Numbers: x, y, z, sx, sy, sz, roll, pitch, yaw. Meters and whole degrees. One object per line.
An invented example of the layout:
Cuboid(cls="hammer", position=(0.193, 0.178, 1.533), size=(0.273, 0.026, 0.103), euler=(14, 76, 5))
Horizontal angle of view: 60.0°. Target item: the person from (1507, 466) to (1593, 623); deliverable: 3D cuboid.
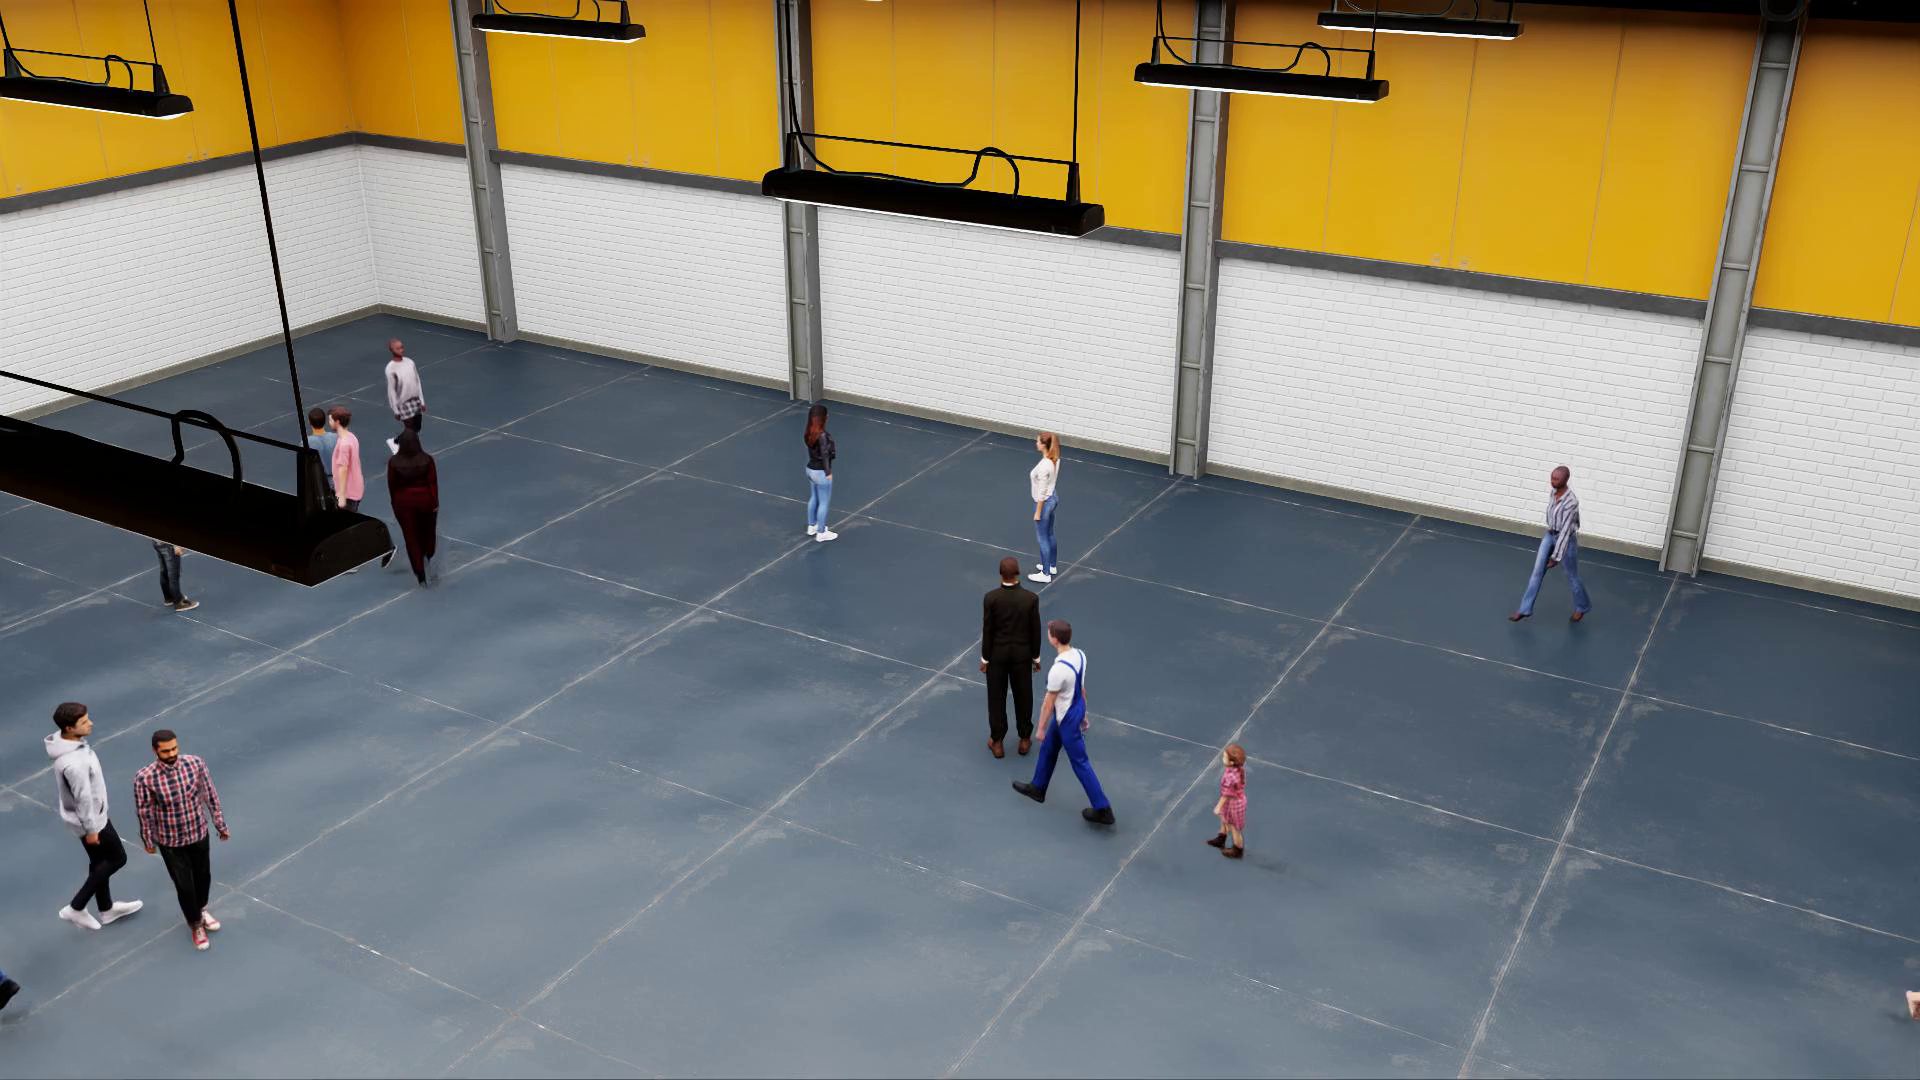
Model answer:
Cuboid(cls="person", position=(6.291, 0.079, 17.232), size=(1.193, 1.746, 1.143), euler=(-7, 25, -15))

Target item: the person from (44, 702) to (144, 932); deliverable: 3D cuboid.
Cuboid(cls="person", position=(-6.611, 2.096, 12.407), size=(0.909, 1.916, 0.874), euler=(-17, 29, -34))

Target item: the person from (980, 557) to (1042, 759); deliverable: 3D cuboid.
Cuboid(cls="person", position=(0.442, 1.037, 14.845), size=(0.760, 1.904, 0.864), euler=(-2, 24, -5))

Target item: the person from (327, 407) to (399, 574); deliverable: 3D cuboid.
Cuboid(cls="person", position=(-6.666, -0.521, 18.358), size=(1.102, 1.943, 1.037), euler=(-7, 25, -16))

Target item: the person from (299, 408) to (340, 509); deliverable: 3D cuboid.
Cuboid(cls="person", position=(-7.121, -0.625, 18.763), size=(0.727, 1.810, 0.687), euler=(-17, 29, -33))

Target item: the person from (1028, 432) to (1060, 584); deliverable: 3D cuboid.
Cuboid(cls="person", position=(0.945, -0.377, 18.308), size=(0.560, 1.719, 0.643), euler=(9, 25, 20))

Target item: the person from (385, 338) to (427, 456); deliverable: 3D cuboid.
Cuboid(cls="person", position=(-7.169, -1.753, 21.408), size=(1.030, 1.758, 0.649), euler=(12, 26, 25))

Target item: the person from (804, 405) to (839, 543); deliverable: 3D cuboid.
Cuboid(cls="person", position=(-1.634, -0.791, 19.368), size=(0.769, 1.630, 0.671), euler=(-11, 26, -24))

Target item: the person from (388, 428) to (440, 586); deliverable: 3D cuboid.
Cuboid(cls="person", position=(-5.954, -0.325, 18.205), size=(1.075, 1.707, 1.179), euler=(-8, 25, -19))

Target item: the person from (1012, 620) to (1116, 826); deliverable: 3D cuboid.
Cuboid(cls="person", position=(0.958, 1.554, 13.791), size=(1.214, 1.800, 0.626), euler=(15, 28, 30))

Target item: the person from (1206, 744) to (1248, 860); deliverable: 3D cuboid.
Cuboid(cls="person", position=(2.255, 2.136, 13.446), size=(0.563, 1.011, 0.462), euler=(10, 26, 22))

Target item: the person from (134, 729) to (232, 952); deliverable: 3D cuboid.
Cuboid(cls="person", position=(-5.855, 2.161, 12.465), size=(0.825, 1.749, 0.855), euler=(-21, 32, -40))
